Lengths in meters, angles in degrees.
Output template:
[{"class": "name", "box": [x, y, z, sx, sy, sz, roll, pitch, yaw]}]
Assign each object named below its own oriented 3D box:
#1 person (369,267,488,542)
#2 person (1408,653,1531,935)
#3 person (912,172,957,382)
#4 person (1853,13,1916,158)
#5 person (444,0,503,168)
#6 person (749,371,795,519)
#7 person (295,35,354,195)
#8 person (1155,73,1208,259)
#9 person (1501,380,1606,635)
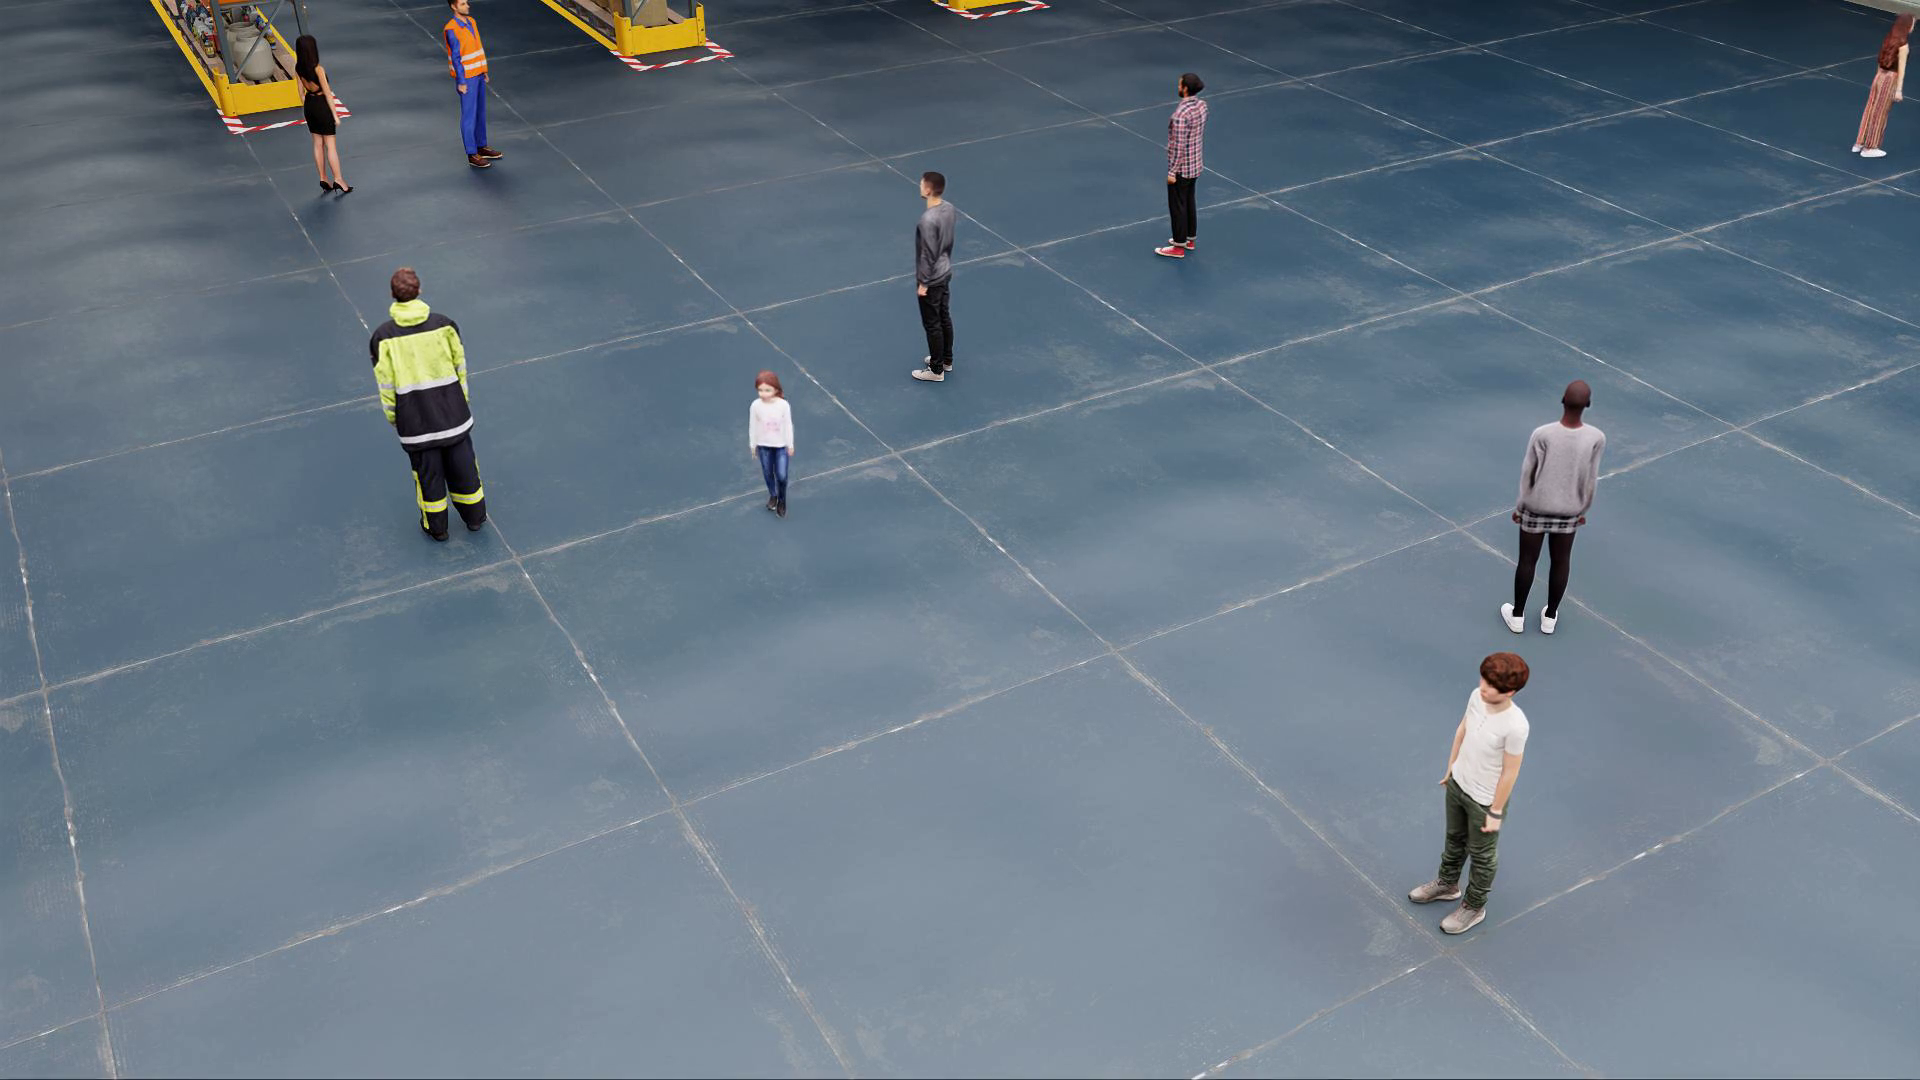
[{"class": "person", "box": [-3.656, -0.930, 11.431, 0.749, 1.982, 0.606, -17, 36, -25]}, {"class": "person", "box": [2.594, 1.243, 8.294, 0.644, 1.654, 0.496, -13, 35, -20]}, {"class": "person", "box": [-0.208, -2.154, 13.580, 0.720, 1.761, 0.700, 14, 35, 21]}, {"class": "person", "box": [10.198, -5.026, 18.319, 0.698, 1.563, 0.594, -2, 32, -3]}, {"class": "person", "box": [-5.309, -5.011, 18.012, 0.845, 1.864, 0.779, 7, 33, 11]}, {"class": "person", "box": [-1.337, -0.729, 11.939, 0.576, 1.102, 0.641, 3, 32, 5]}, {"class": "person", "box": [-6.651, -4.411, 17.262, 0.603, 1.649, 0.694, 13, 34, 19]}, {"class": "person", "box": [2.130, -3.573, 15.829, 0.761, 1.761, 0.782, 18, 37, 27]}, {"class": "person", "box": [3.731, -0.201, 10.475, 0.692, 1.771, 0.717, 4, 32, 6]}]
